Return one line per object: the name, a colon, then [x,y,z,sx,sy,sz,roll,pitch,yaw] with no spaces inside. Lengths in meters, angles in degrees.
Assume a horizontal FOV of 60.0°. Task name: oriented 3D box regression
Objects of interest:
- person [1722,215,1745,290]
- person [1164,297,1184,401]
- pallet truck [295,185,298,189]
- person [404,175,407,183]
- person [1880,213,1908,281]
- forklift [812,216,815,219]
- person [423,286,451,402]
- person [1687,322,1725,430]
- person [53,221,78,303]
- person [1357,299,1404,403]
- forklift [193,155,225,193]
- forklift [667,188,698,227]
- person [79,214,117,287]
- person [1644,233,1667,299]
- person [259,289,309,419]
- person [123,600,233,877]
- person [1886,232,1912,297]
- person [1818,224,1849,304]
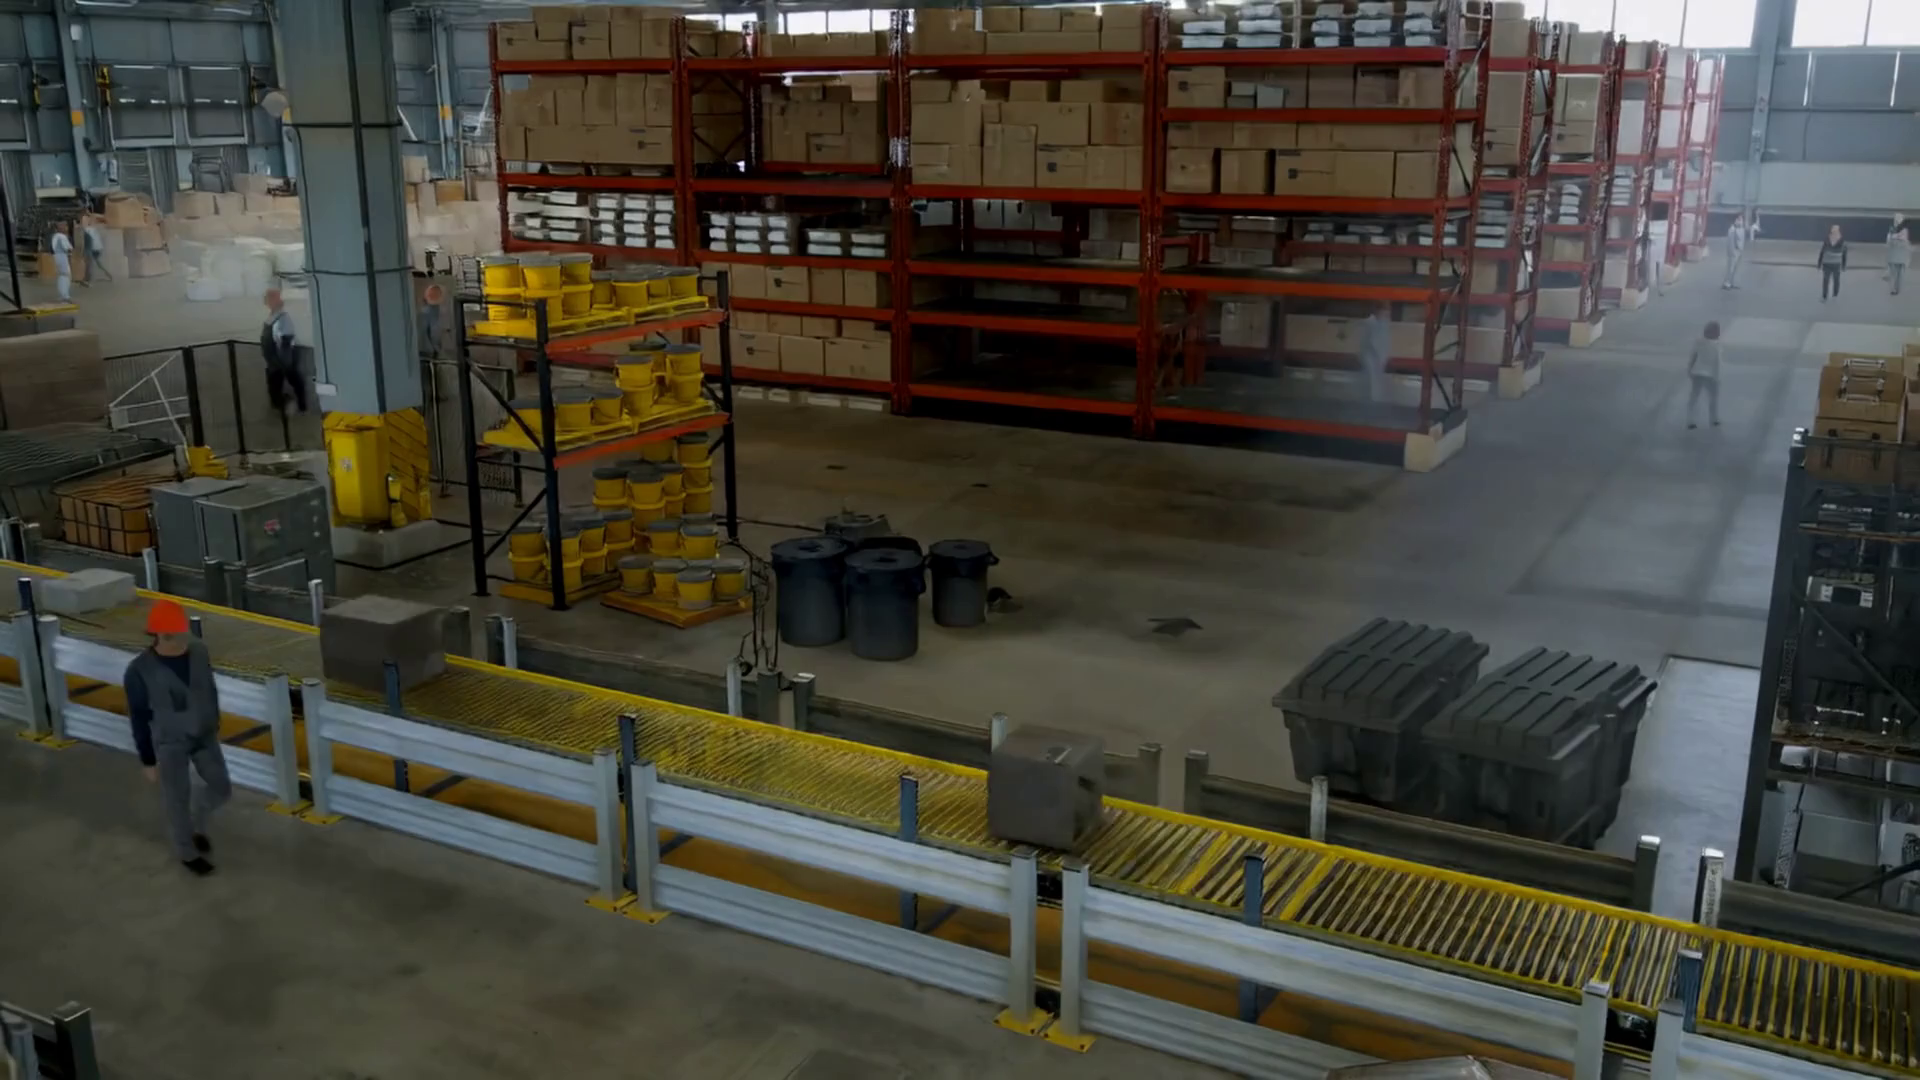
person: [19.931,-7.391,42.749,0.642,1.909,0.399,-10,18,-33]
person: [3.474,-3.113,27.068,0.319,1.697,0.532,-3,15,-10]
pallet truck: [-26.804,-14.617,69.738,1.885,1.965,0.823,-14,20,-42]
person: [-24.113,-15.075,71.683,0.573,1.883,0.356,-8,17,-27]
person: [25.121,-7.885,44.750,0.567,1.823,0.613,-7,16,-24]
forklift: [-2.306,-4.623,30.481,1.873,2.768,1.129,8,17,28]
person: [-8.522,-3.193,27.032,0.328,1.876,0.514,-2,15,-6]
person: [11.148,-2.453,24.758,0.788,1.596,0.520,-10,18,-32]
person: [-21.561,-6.693,40.037,0.605,1.955,0.394,14,20,43]
person: [6.479,-2.788,25.561,1.014,1.852,0.659,13,20,41]
forklift: [-26.647,-12.289,59.298,1.129,2.768,1.873,-3,15,-12]
forklift: [-8.099,-9.401,48.440,1.129,2.768,1.873,8,17,28]
person: [-22.606,-7.556,43.408,0.844,1.895,0.606,-3,15,-12]
person: [17.034,-6.750,40.943,0.856,1.596,0.533,11,18,35]
person: [-10.433,-2.836,25.371,0.841,2.000,0.697,-11,18,-35]
person: [-4.890,1.245,10.453,0.428,1.816,0.619,8,17,29]
person: [23.256,-6.828,41.236,0.519,1.581,0.856,8,17,27]
person: [20.862,-6.595,39.771,0.608,1.898,0.548,13,20,40]
